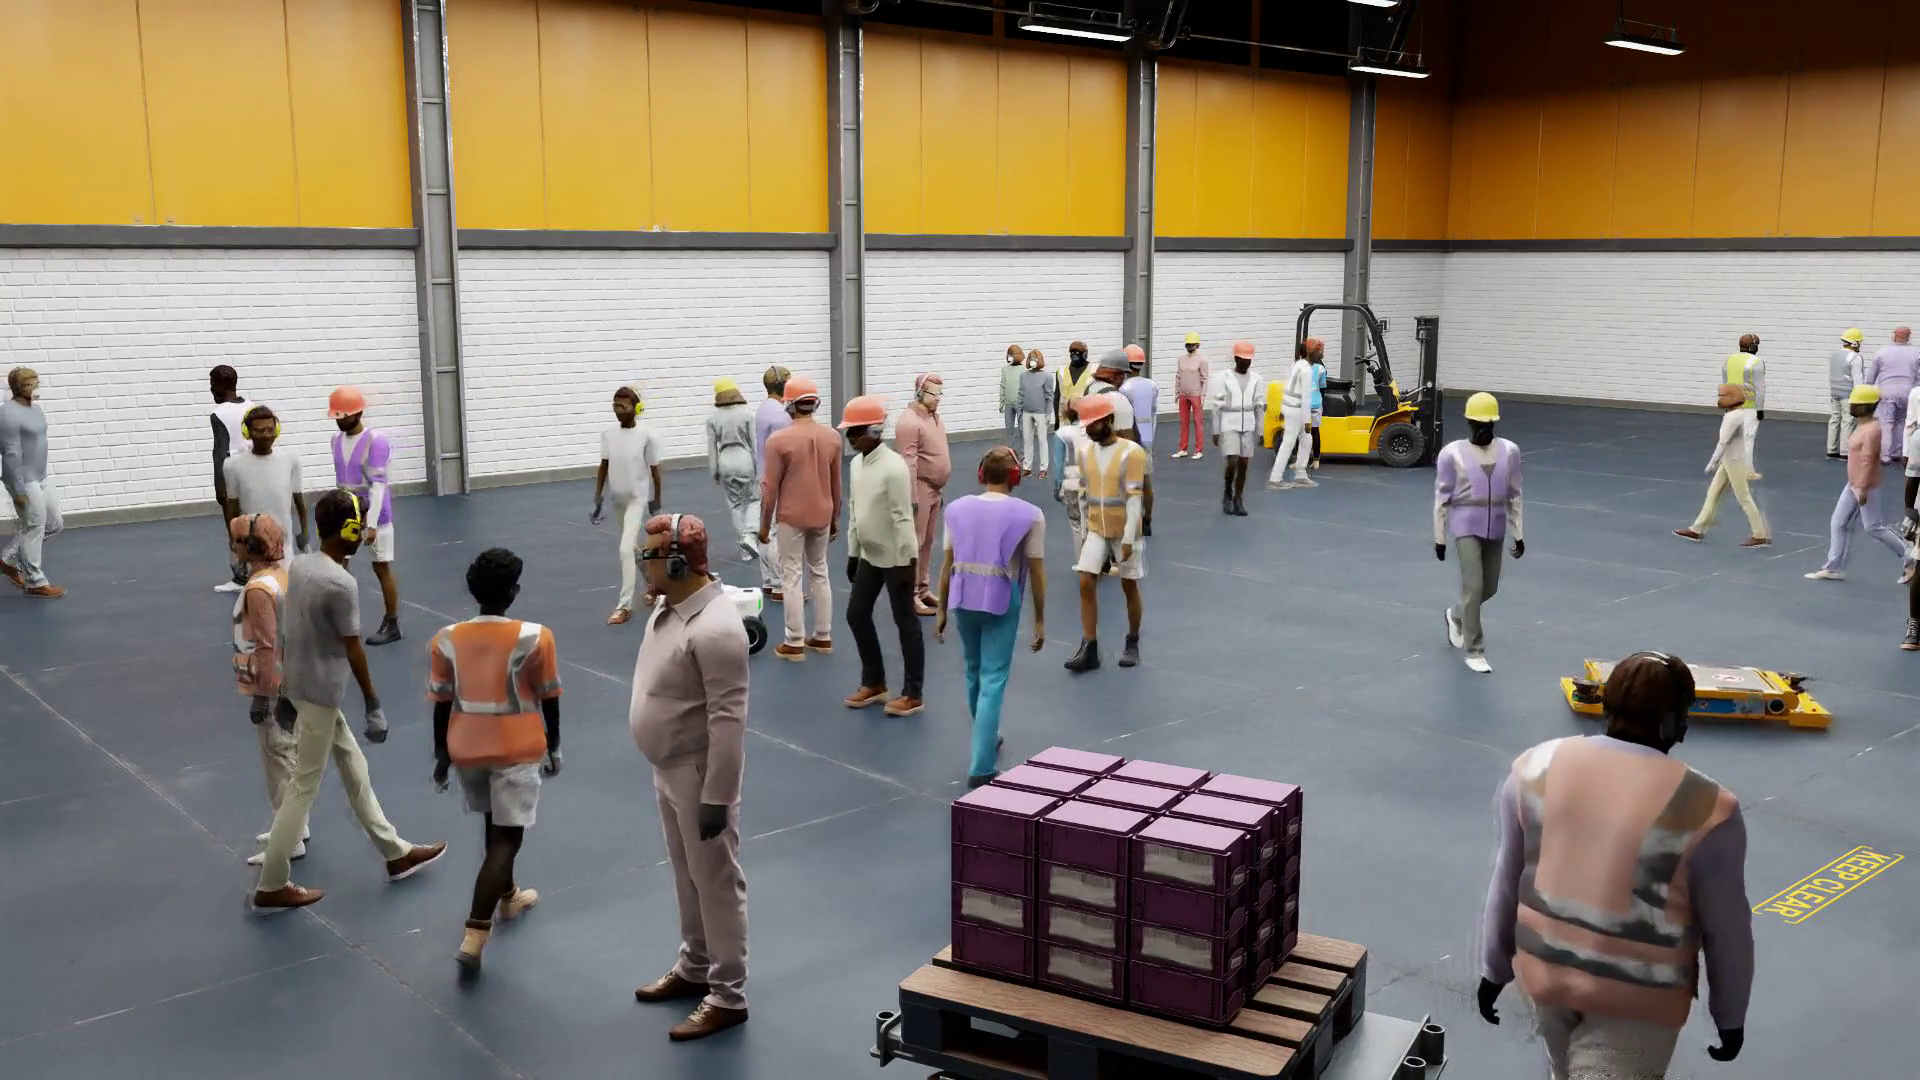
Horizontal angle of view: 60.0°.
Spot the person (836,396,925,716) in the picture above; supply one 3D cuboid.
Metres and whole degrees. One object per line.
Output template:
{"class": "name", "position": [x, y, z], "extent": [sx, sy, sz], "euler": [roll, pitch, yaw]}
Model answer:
{"class": "person", "position": [-0.505, 0.106, 10.198], "extent": [0.519, 1.969, 0.615], "euler": [-6, 12, -33]}

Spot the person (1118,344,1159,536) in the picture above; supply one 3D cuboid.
{"class": "person", "position": [1.725, -0.982, 16.631], "extent": [0.542, 1.939, 0.369], "euler": [-7, 12, -35]}

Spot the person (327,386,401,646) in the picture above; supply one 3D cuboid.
{"class": "person", "position": [-4.317, -0.150, 11.873], "extent": [0.544, 1.897, 0.705], "euler": [4, 11, 24]}

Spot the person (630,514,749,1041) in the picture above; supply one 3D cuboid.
{"class": "person", "position": [-0.990, 0.846, 6.038], "extent": [0.399, 1.905, 0.642], "euler": [-5, 11, -26]}

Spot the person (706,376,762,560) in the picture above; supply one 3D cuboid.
{"class": "person", "position": [-2.075, -0.651, 15.351], "extent": [0.541, 1.704, 0.435], "euler": [1, 10, 7]}

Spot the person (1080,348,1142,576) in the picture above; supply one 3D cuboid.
{"class": "person", "position": [1.354, -0.694, 14.646], "extent": [0.576, 2.000, 0.705], "euler": [-4, 11, -24]}

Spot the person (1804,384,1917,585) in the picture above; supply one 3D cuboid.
{"class": "person", "position": [7.838, -0.471, 14.270], "extent": [0.848, 1.734, 0.534], "euler": [3, 10, 15]}

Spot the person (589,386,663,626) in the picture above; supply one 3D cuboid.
{"class": "person", "position": [-2.559, -0.308, 13.020], "extent": [0.528, 1.834, 0.927], "euler": [4, 11, 24]}

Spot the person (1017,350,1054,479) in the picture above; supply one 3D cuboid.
{"class": "person", "position": [0.946, -1.600, 21.135], "extent": [0.506, 1.636, 0.278], "euler": [6, 11, 32]}

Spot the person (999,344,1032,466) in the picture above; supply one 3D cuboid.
{"class": "person", "position": [0.745, -1.814, 22.393], "extent": [0.508, 1.632, 0.265], "euler": [7, 12, 34]}

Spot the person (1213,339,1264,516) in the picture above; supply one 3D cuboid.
{"class": "person", "position": [3.022, -1.201, 17.953], "extent": [0.559, 1.920, 0.415], "euler": [-2, 10, -13]}

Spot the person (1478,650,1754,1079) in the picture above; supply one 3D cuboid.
{"class": "person", "position": [1.762, 1.179, 4.428], "extent": [0.965, 1.788, 0.644], "euler": [-8, 13, -40]}

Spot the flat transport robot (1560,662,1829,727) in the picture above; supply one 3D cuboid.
{"class": "flat transport robot", "position": [4.511, 0.934, 10.289], "extent": [1.431, 0.197, 0.652], "euler": [2, 10, 12]}

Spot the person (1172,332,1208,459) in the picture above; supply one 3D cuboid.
{"class": "person", "position": [3.204, -2.005, 23.133], "extent": [0.525, 1.767, 0.320], "euler": [9, 13, 42]}

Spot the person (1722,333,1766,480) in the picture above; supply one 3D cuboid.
{"class": "person", "position": [9.929, -1.686, 21.041], "extent": [0.429, 1.844, 0.627], "euler": [-4, 10, -20]}

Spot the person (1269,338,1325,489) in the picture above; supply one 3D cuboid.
{"class": "person", "position": [4.085, -1.500, 20.016], "extent": [0.741, 1.816, 0.608], "euler": [1, 10, 5]}

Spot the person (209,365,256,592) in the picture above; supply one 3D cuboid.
{"class": "person", "position": [-6.070, -0.515, 13.993], "extent": [0.397, 1.911, 0.587], "euler": [1, 10, 8]}

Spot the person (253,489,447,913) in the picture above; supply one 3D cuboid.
{"class": "person", "position": [-2.698, 0.683, 7.244], "extent": [0.930, 1.811, 0.529], "euler": [-8, 13, -39]}

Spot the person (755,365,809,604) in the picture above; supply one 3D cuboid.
{"class": "person", "position": [-1.467, -0.451, 13.522], "extent": [0.372, 1.940, 0.631], "euler": [-4, 10, -20]}

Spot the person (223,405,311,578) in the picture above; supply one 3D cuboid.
{"class": "person", "position": [-4.618, 0.010, 11.085], "extent": [0.528, 1.852, 0.622], "euler": [-6, 11, -31]}

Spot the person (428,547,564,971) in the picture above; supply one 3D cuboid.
{"class": "person", "position": [-1.884, 0.863, 6.681], "extent": [0.537, 1.655, 0.846], "euler": [2, 10, 12]}

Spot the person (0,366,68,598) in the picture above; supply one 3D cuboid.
{"class": "person", "position": [-7.677, -0.464, 13.637], "extent": [0.504, 1.925, 0.644], "euler": [-2, 10, -9]}

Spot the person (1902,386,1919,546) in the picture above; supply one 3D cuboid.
{"class": "person", "position": [9.413, -0.849, 16.038], "extent": [0.577, 1.881, 0.386], "euler": [7, 12, 35]}

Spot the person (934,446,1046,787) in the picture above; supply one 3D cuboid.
{"class": "person", "position": [0.191, 0.395, 9.049], "extent": [0.595, 1.788, 0.809], "euler": [4, 11, 24]}

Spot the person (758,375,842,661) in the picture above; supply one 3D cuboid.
{"class": "person", "position": [-1.102, -0.156, 11.633], "extent": [0.632, 1.988, 0.417], "euler": [-8, 12, -38]}

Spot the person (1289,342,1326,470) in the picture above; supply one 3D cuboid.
{"class": "person", "position": [4.554, -1.757, 21.874], "extent": [0.530, 1.696, 0.322], "euler": [-2, 10, -11]}

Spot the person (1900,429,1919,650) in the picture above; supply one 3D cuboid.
{"class": "person", "position": [7.032, -0.172, 11.810], "extent": [0.609, 1.966, 0.364], "euler": [5, 11, 25]}

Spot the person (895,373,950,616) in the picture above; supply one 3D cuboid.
{"class": "person", "position": [-0.271, -0.366, 13.149], "extent": [0.399, 1.899, 0.642], "euler": [3, 10, 18]}

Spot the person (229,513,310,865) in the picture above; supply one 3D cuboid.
{"class": "person", "position": [-3.213, 0.684, 7.752], "extent": [0.306, 1.639, 0.524], "euler": [-2, 10, -13]}

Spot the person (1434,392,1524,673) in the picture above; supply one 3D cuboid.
{"class": "person", "position": [3.562, -0.085, 11.515], "extent": [0.592, 1.900, 0.813], "euler": [-2, 10, -12]}

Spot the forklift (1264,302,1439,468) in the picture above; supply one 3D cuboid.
{"class": "forklift", "position": [5.320, -2.157, 22.763], "extent": [2.313, 2.155, 1.214], "euler": [3, 10, 16]}

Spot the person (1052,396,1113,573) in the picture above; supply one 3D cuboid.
{"class": "person", "position": [1.092, -0.464, 14.590], "extent": [0.549, 1.606, 0.561], "euler": [-3, 10, -18]}

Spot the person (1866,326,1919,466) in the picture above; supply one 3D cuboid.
{"class": "person", "position": [12.684, -1.963, 22.603], "extent": [0.665, 1.867, 0.933], "euler": [3, 10, 18]}

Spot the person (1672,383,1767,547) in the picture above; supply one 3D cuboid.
{"class": "person", "position": [7.472, -0.728, 16.173], "extent": [0.852, 1.582, 0.507], "euler": [4, 10, 21]}

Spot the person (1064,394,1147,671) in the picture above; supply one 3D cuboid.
{"class": "person", "position": [0.973, -0.042, 11.282], "extent": [0.532, 1.884, 0.791], "euler": [7, 12, 34]}

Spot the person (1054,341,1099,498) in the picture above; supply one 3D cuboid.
{"class": "person", "position": [1.373, -1.389, 19.300], "extent": [0.624, 1.844, 0.430], "euler": [4, 11, 24]}

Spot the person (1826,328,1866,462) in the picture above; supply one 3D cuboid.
{"class": "person", "position": [12.201, -1.995, 22.872], "extent": [0.404, 1.831, 0.600], "euler": [-2, 10, -9]}

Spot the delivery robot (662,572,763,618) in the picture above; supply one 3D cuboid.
{"class": "delivery robot", "position": [-1.771, 0.476, 11.870], "extent": [0.707, 0.478, 0.477], "euler": [-2, 10, -12]}
